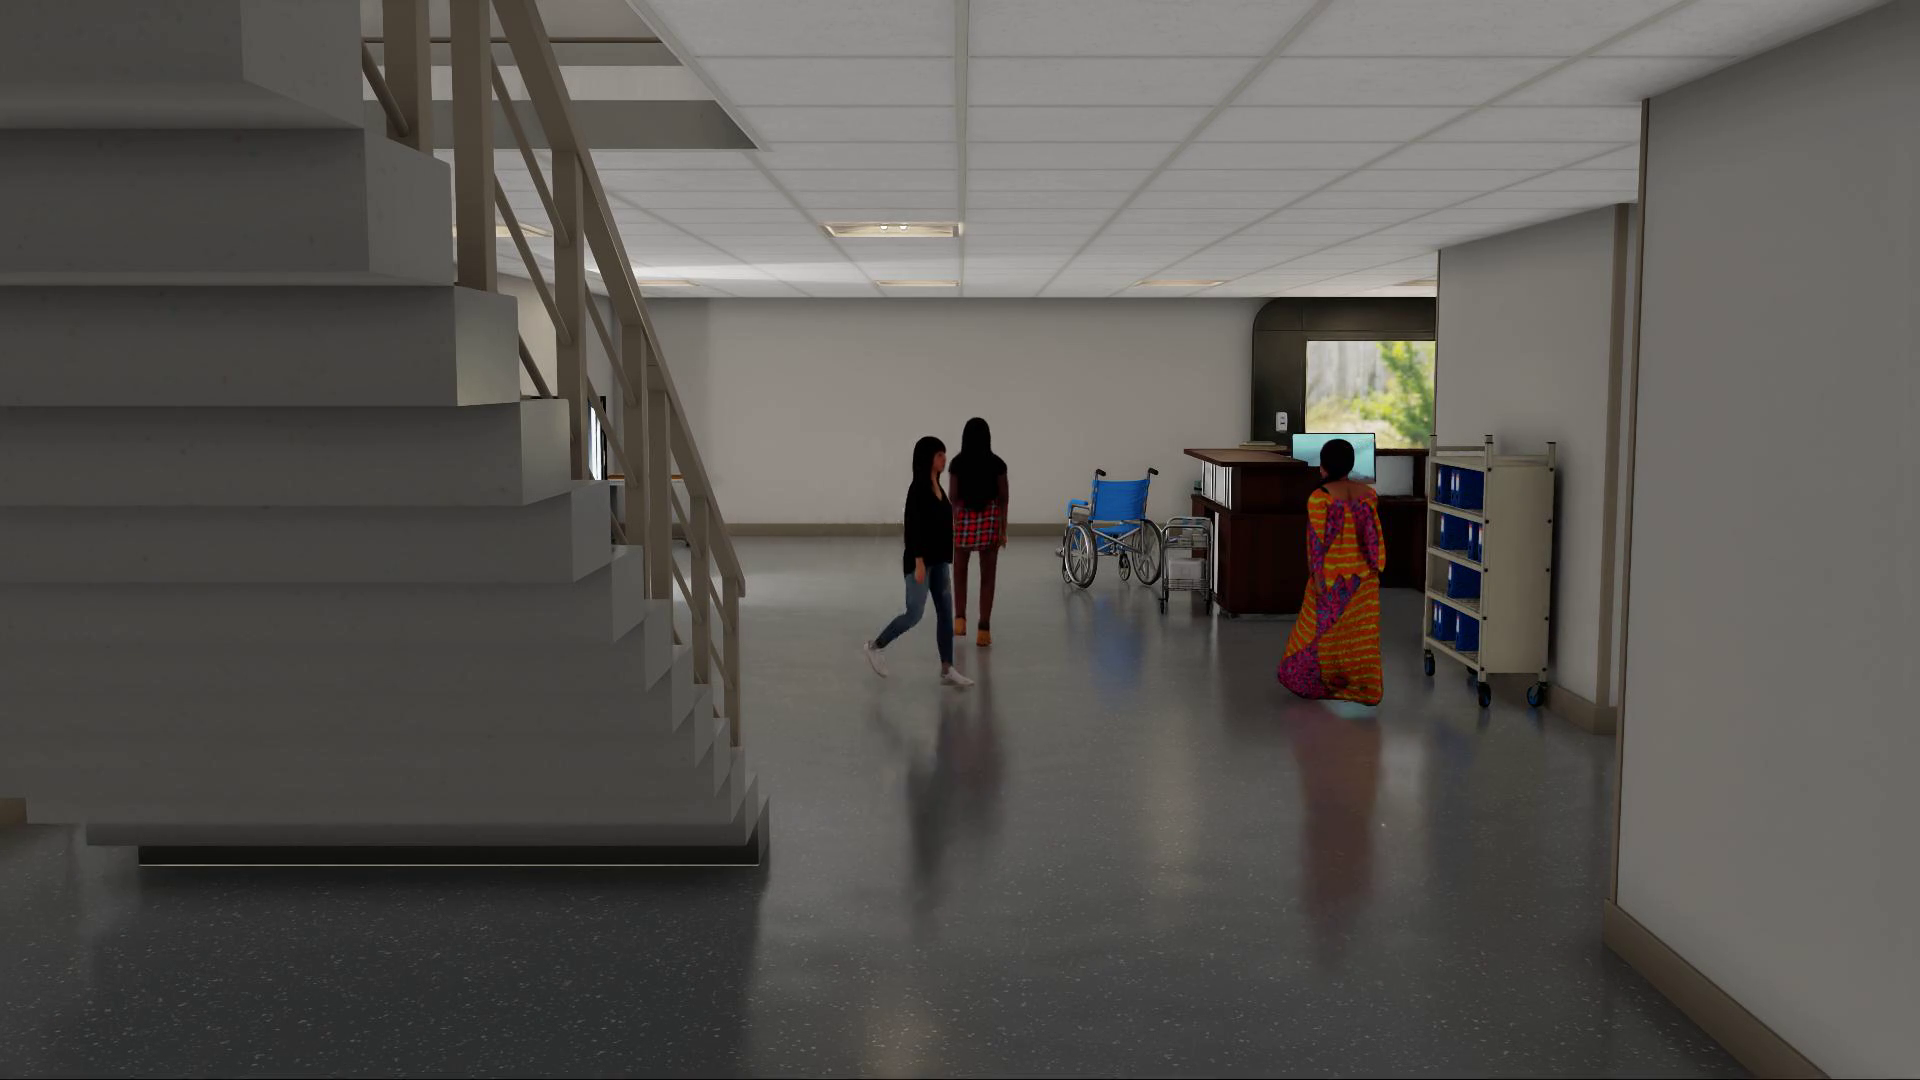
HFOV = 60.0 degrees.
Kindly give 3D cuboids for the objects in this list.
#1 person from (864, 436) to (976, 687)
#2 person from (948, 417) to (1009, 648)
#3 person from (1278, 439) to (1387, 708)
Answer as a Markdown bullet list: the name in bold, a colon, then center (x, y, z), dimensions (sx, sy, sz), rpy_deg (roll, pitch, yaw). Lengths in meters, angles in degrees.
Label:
- **person**: center (-0.287, 0.154, 10.867), dimensions (0.952, 1.624, 1.033), rpy_deg (3, 7, 29)
- **person**: center (0.127, -0.047, 12.452), dimensions (0.611, 1.706, 0.726), rpy_deg (0, 6, 4)
- **person**: center (2.360, 0.215, 10.156), dimensions (0.856, 1.645, 1.250), rpy_deg (-2, 6, -15)
